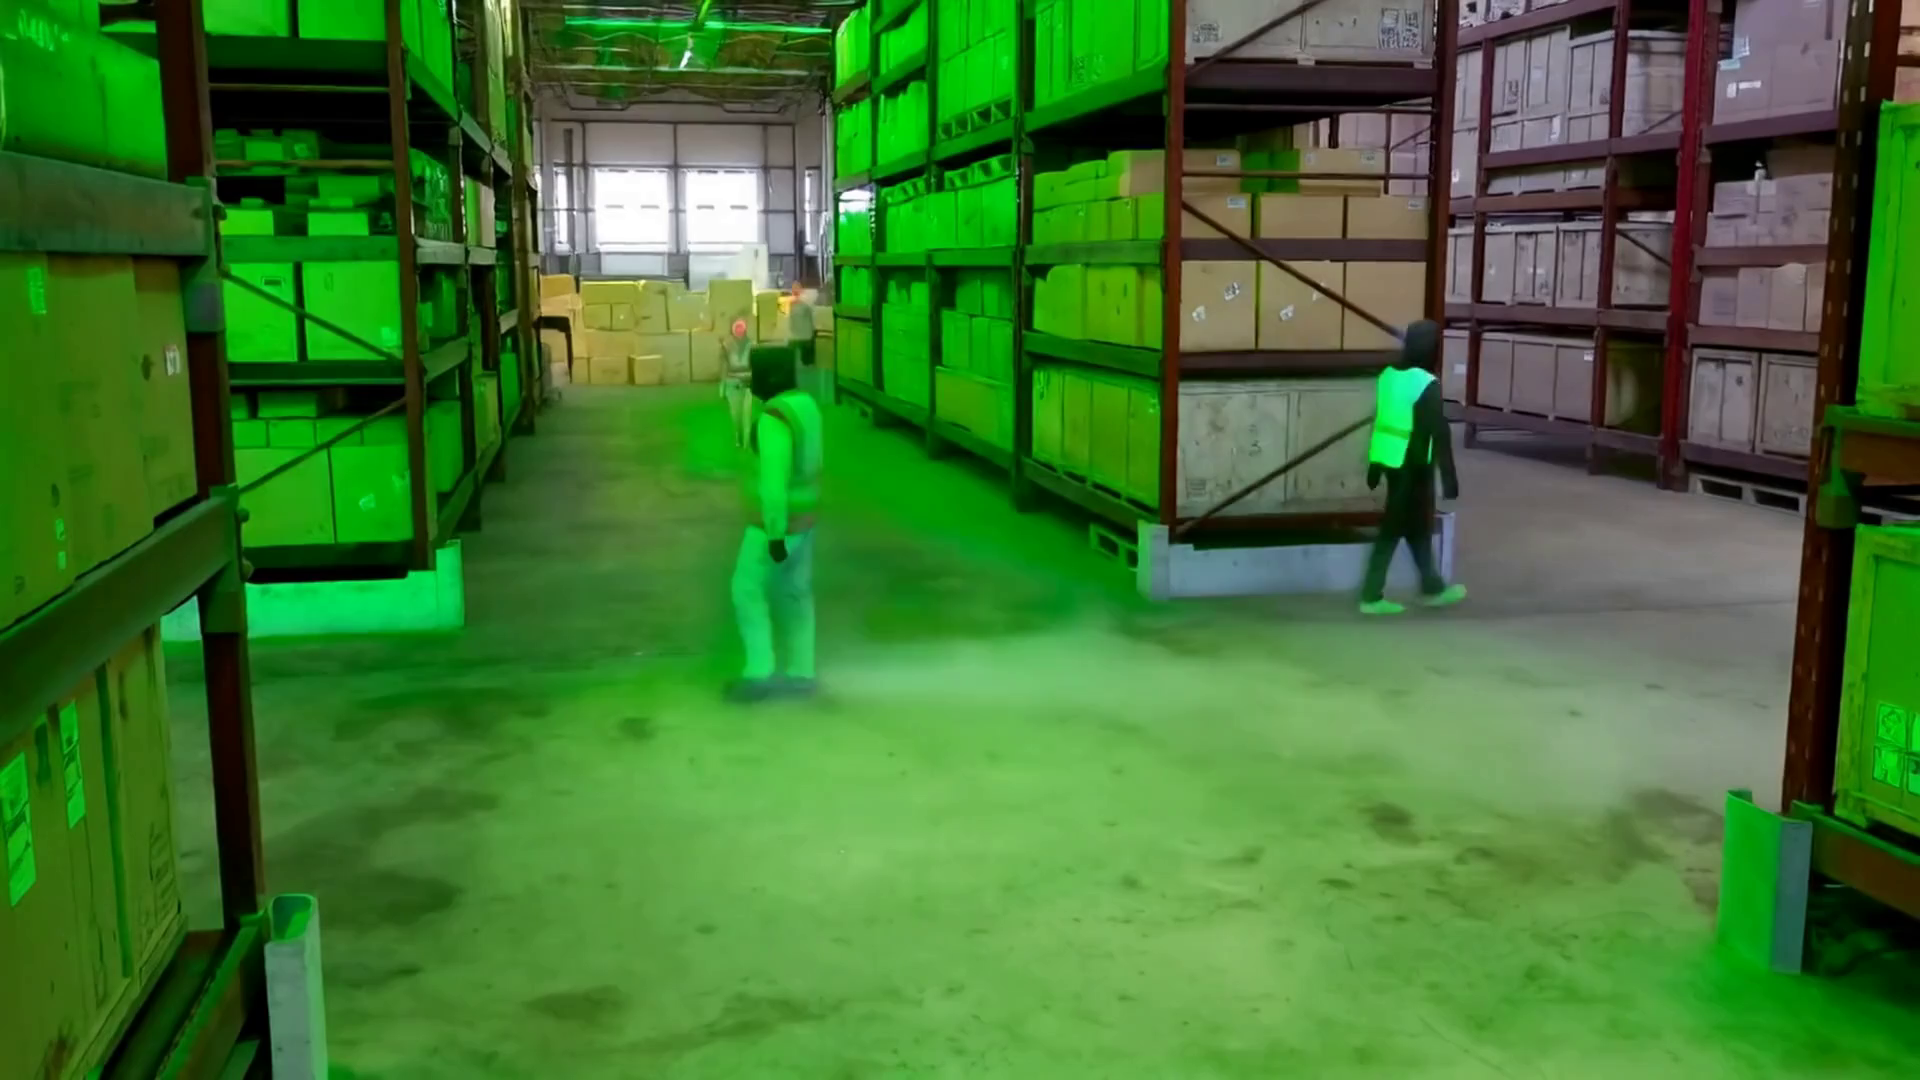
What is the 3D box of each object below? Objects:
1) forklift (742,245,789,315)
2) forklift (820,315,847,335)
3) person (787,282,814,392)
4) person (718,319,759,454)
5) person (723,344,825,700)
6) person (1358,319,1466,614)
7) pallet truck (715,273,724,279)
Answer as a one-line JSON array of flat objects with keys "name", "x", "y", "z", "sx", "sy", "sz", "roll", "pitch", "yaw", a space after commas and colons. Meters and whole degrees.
[{"name": "forklift", "x": -5.578, "y": -6.690, "z": 45.602, "sx": 1.873, "sy": 2.768, "sz": 1.129, "roll": -7, "pitch": 12, "yaw": -36}, {"name": "forklift", "x": -1.634, "y": -4.210, "z": 30.485, "sx": 1.129, "sy": 2.768, "sz": 1.873, "roll": 6, "pitch": 11, "yaw": 32}, {"name": "person", "x": -2.907, "y": -3.523, "z": 29.116, "sx": 0.966, "sy": 1.946, "sz": 0.616, "roll": -9, "pitch": 13, "yaw": -44}, {"name": "person", "x": -2.658, "y": -1.860, "z": 20.031, "sx": 0.512, "sy": 1.609, "sz": 0.755, "roll": -1, "pitch": 9, "yaw": -7}, {"name": "person", "x": -0.991, "y": -0.092, "z": 8.589, "sx": 0.581, "sy": 1.825, "sz": 0.645, "roll": 3, "pitch": 10, "yaw": 17}, {"name": "person", "x": 2.970, "y": -0.461, "z": 10.659, "sx": 0.920, "sy": 1.877, "sz": 0.617, "roll": -2, "pitch": 10, "yaw": -14}, {"name": "pallet truck", "x": -8.580, "y": -8.986, "z": 62.280, "sx": 1.885, "sy": 1.965, "sz": 0.823, "roll": 1, "pitch": 9, "yaw": 5}]
